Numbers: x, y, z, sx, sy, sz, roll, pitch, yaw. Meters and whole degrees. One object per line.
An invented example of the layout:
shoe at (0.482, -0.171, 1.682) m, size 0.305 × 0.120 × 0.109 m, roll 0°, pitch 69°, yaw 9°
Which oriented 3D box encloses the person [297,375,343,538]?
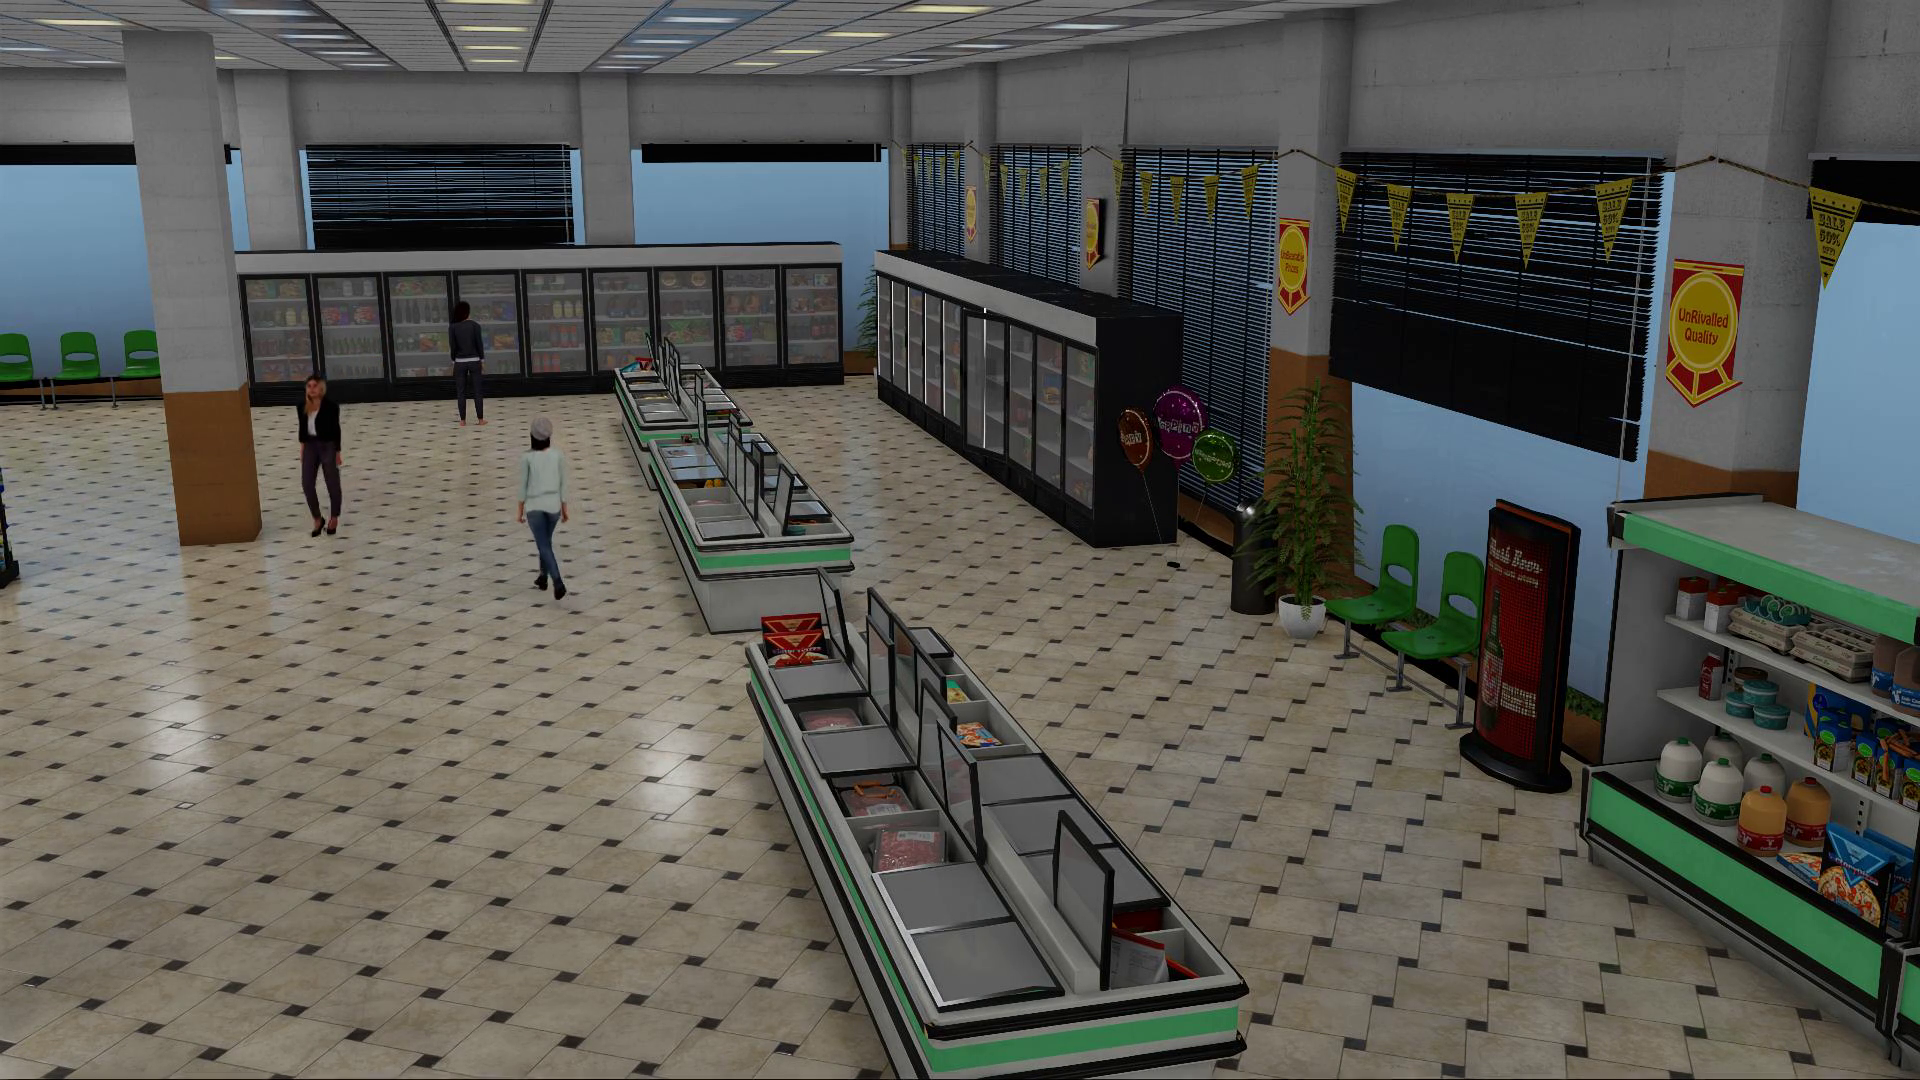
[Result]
person at (-6.511, -0.870, 17.060) m, size 0.691 × 1.658 × 0.708 m, roll 0°, pitch 14°, yaw 0°

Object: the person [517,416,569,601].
person at (-3.634, -0.250, 14.611) m, size 0.806 × 1.607 × 1.148 m, roll -9°, pitch 16°, yaw -32°

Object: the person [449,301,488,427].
person at (-6.983, -2.512, 23.591) m, size 0.614 × 1.770 × 0.534 m, roll -3°, pitch 14°, yaw -12°
